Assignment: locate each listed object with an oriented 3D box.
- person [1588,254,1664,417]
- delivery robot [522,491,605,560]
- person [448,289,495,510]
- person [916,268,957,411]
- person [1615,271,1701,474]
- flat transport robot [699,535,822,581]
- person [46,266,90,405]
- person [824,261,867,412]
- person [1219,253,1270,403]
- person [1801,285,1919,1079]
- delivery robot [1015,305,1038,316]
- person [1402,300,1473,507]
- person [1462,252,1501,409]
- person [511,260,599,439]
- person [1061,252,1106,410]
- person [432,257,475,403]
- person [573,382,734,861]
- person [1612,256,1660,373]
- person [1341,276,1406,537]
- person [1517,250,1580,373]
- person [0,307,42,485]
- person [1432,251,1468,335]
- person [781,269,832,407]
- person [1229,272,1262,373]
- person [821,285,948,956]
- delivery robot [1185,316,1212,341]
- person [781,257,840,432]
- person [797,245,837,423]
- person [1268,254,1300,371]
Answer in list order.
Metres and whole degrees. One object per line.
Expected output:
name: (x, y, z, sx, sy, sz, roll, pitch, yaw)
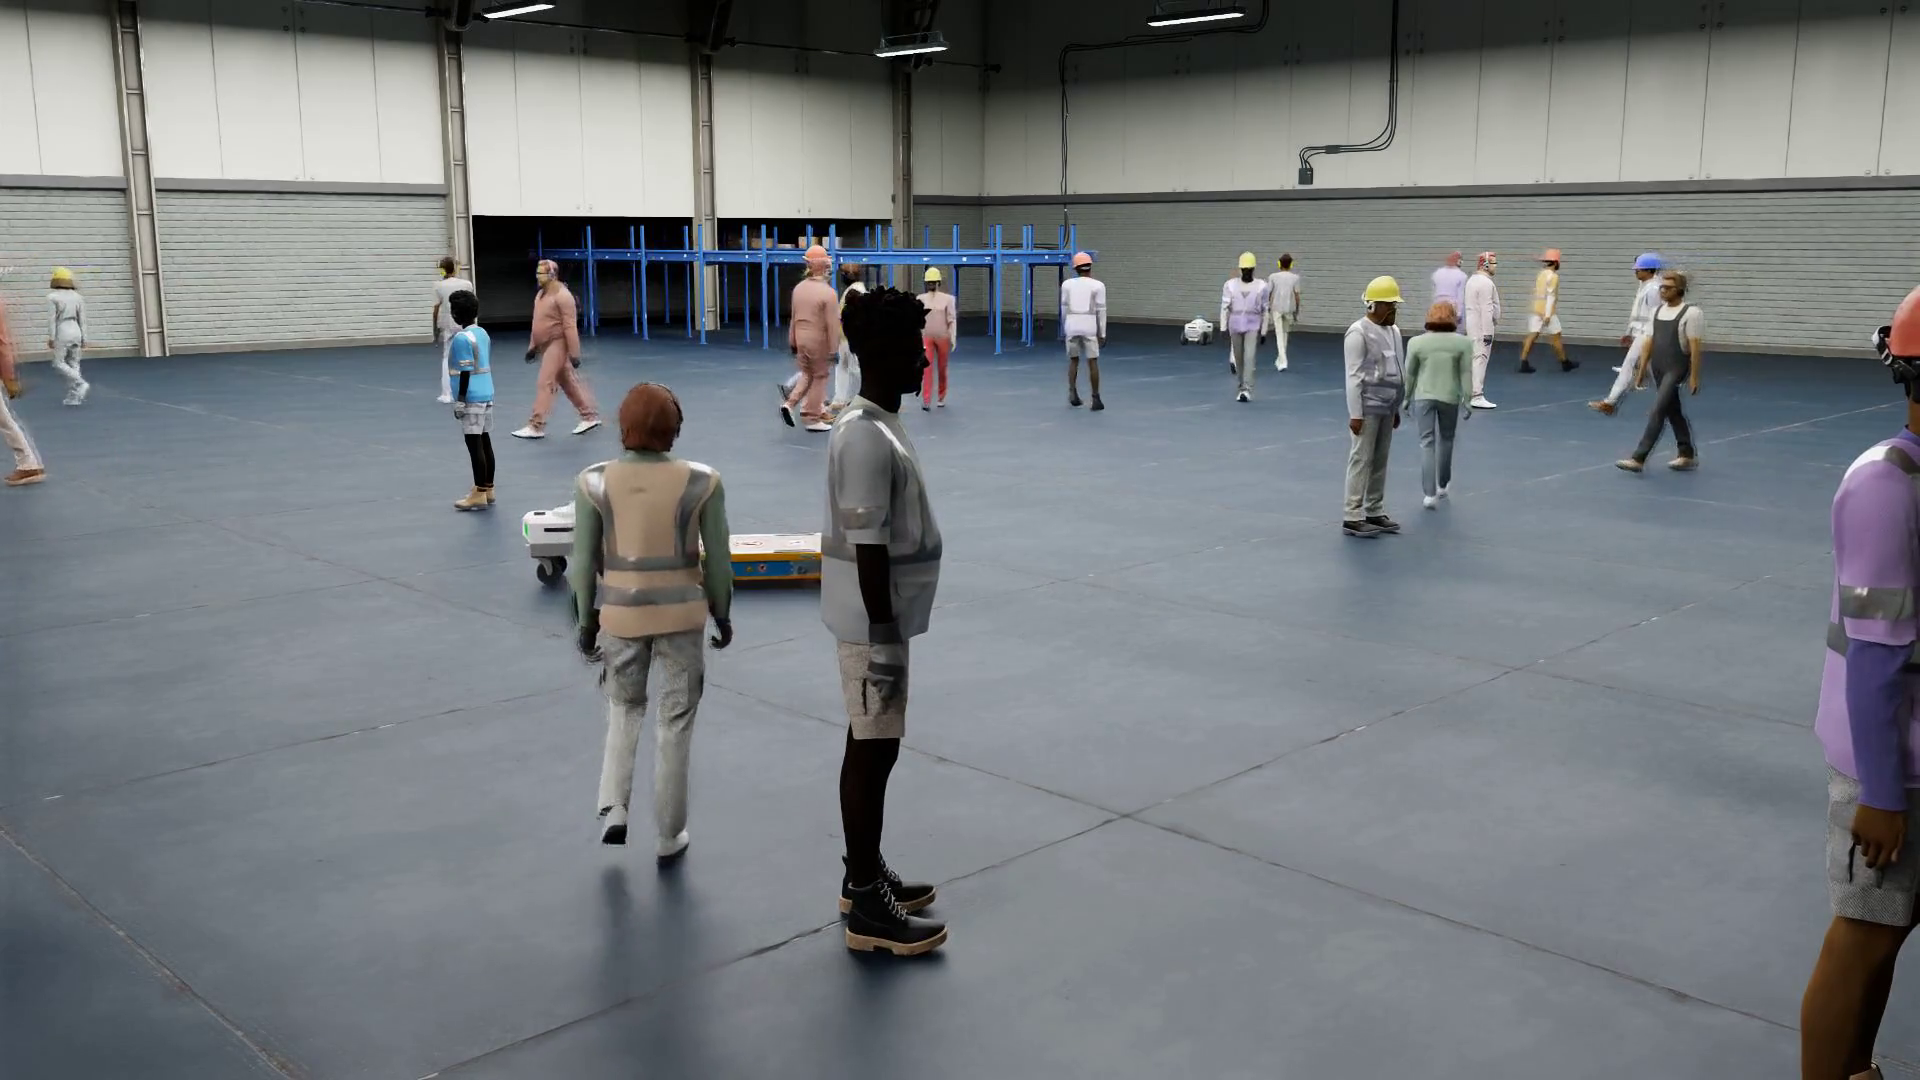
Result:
person: (7.960, -2.385, 19.447, 1.013, 1.895, 0.611, 3, 11, 18)
delivery robot: (-2.336, -0.065, 10.299, 0.707, 0.478, 0.477, -1, 11, -6)
person: (-3.802, -1.096, 12.947, 0.319, 1.695, 0.532, 0, 10, 1)
person: (-0.300, -2.458, 20.298, 0.531, 1.724, 0.920, 1, 10, 6)
person: (6.318, -1.503, 14.903, 0.956, 1.793, 0.527, -4, 11, -20)
flat transport robot: (-1.250, 0.114, 10.353, 1.431, 0.197, 0.652, -1, 10, -6)
person: (-11.108, -2.540, 20.739, 0.475, 1.723, 0.495, 4, 11, 21)
person: (-1.223, -2.426, 19.913, 0.839, 1.823, 0.638, 0, 10, -3)
person: (3.594, -2.671, 21.046, 0.591, 1.873, 0.997, 3, 11, 17)
person: (2.052, 0.450, 3.565, 0.375, 2.044, 0.607, 9, 14, 41)
delivery robot: (1.504, -5.193, 37.549, 0.335, 0.223, 0.698, -6, 12, -28)
person: (3.772, -1.095, 13.180, 0.527, 1.593, 0.800, 3, 11, 14)
person: (6.449, -2.589, 20.512, 0.406, 1.906, 0.654, 0, 10, -1)
person: (-4.276, -2.016, 17.558, 1.011, 1.865, 0.639, -7, 12, -33)
person: (1.508, -2.561, 20.370, 0.585, 1.903, 0.495, 2, 11, 12)
person: (-6.386, -2.637, 21.007, 0.542, 1.847, 0.347, -3, 11, -14)
person: (-1.029, 0.285, 5.614, 0.516, 1.626, 0.363, 0, 10, 1)
person: (10.209, -3.307, 24.683, 0.977, 1.816, 0.552, 8, 13, 37)
person: (2.944, -0.947, 11.791, 0.403, 1.825, 0.598, 10, 14, 42)
person: (9.105, -3.524, 25.694, 1.004, 1.882, 0.565, -2, 11, -12)
person: (-8.208, -1.384, 13.850, 0.651, 1.933, 1.040, 8, 13, 36)
person: (7.619, -3.586, 26.044, 0.817, 1.876, 0.643, -9, 14, -40)
person: (-1.833, -2.483, 20.352, 0.647, 1.749, 0.535, -1, 10, -7)
person: (4.399, -3.389, 25.690, 0.523, 1.612, 0.766, 4, 11, 23)
person: (-0.234, 0.228, 4.988, 0.368, 1.966, 0.603, -1, 10, -4)
delivery robot: (4.657, -4.125, 32.437, 0.477, 0.478, 0.707, 6, 12, 29)
person: (-1.583, -2.092, 17.885, 0.694, 1.874, 0.532, 10, 14, 43)
person: (-1.640, -2.342, 18.924, 0.394, 1.992, 0.622, -6, 12, -30)
person: (5.084, -3.592, 26.237, 0.512, 1.829, 0.961, -1, 10, -6)
